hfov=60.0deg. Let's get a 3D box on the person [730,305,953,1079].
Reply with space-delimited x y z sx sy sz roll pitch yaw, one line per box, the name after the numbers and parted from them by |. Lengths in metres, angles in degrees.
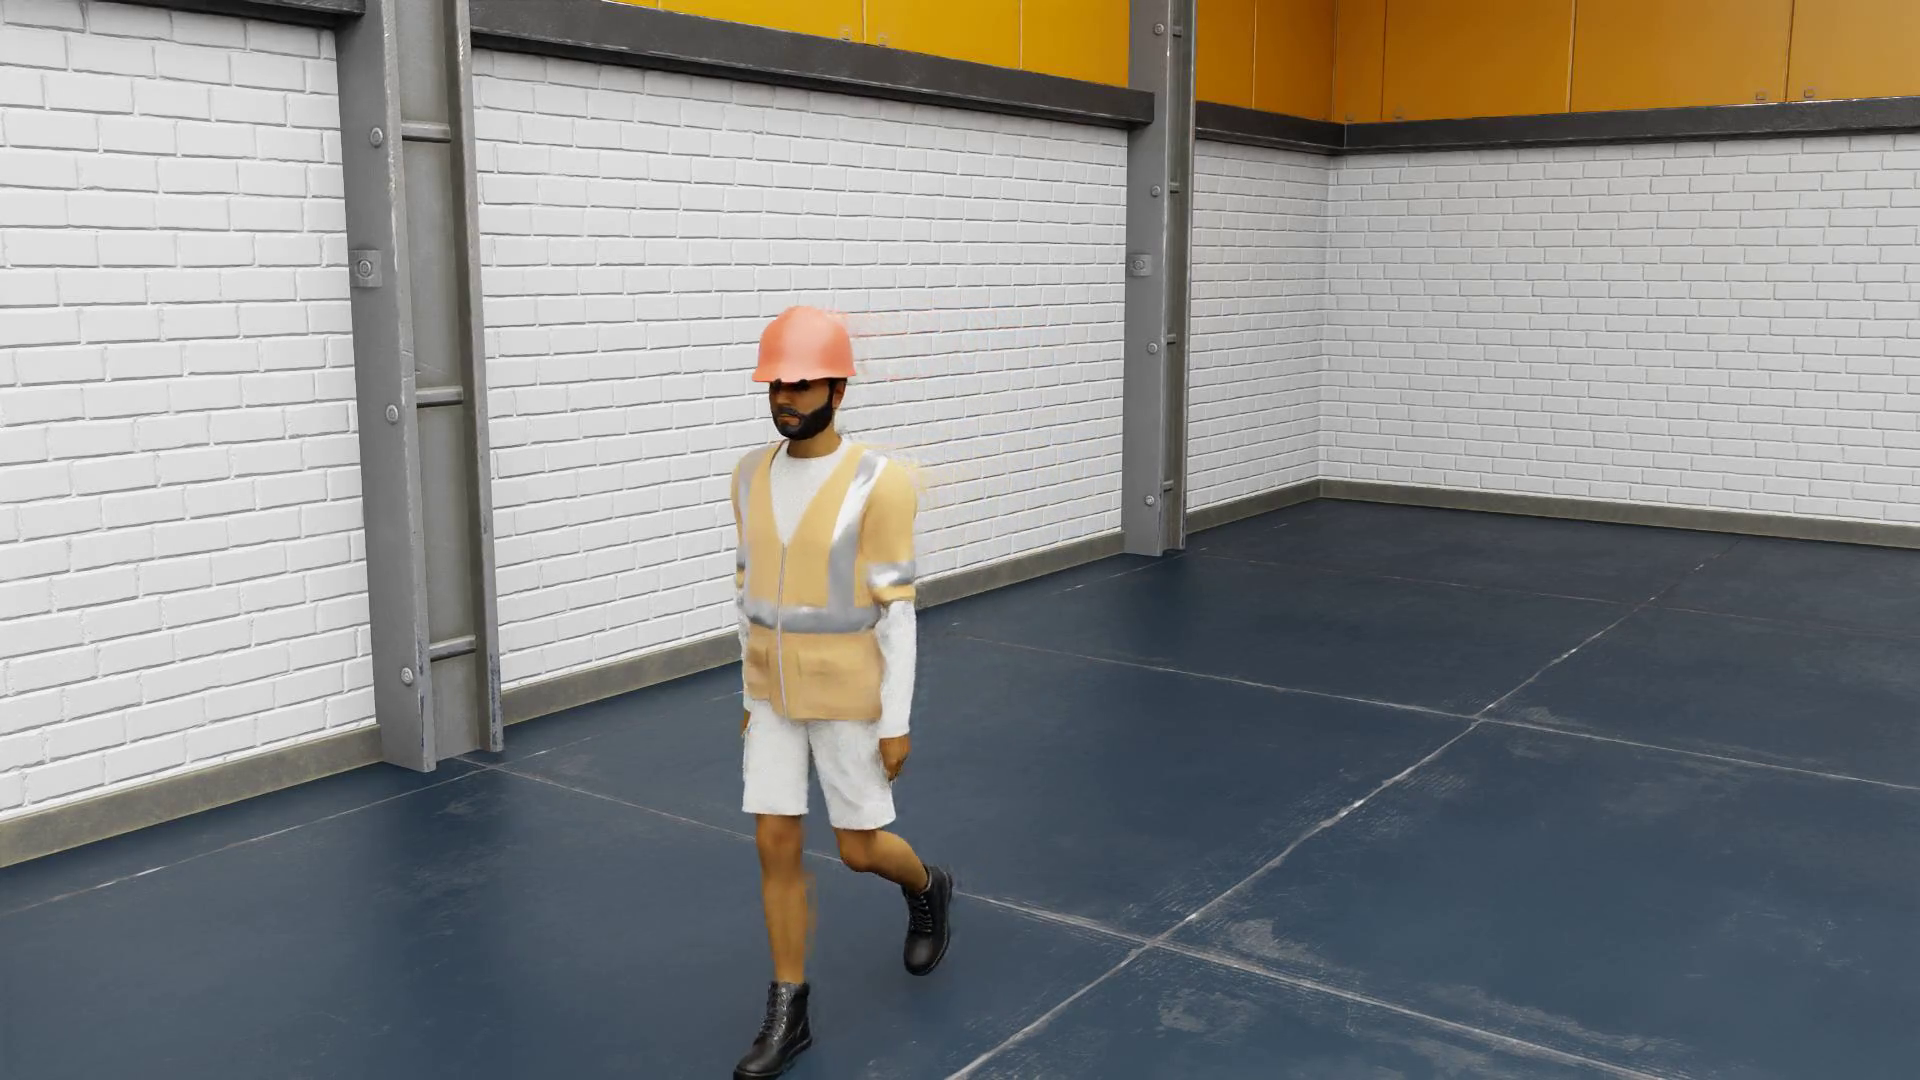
-0.306 0.357 4.275 0.542 1.922 0.775 5 11 29 | person
